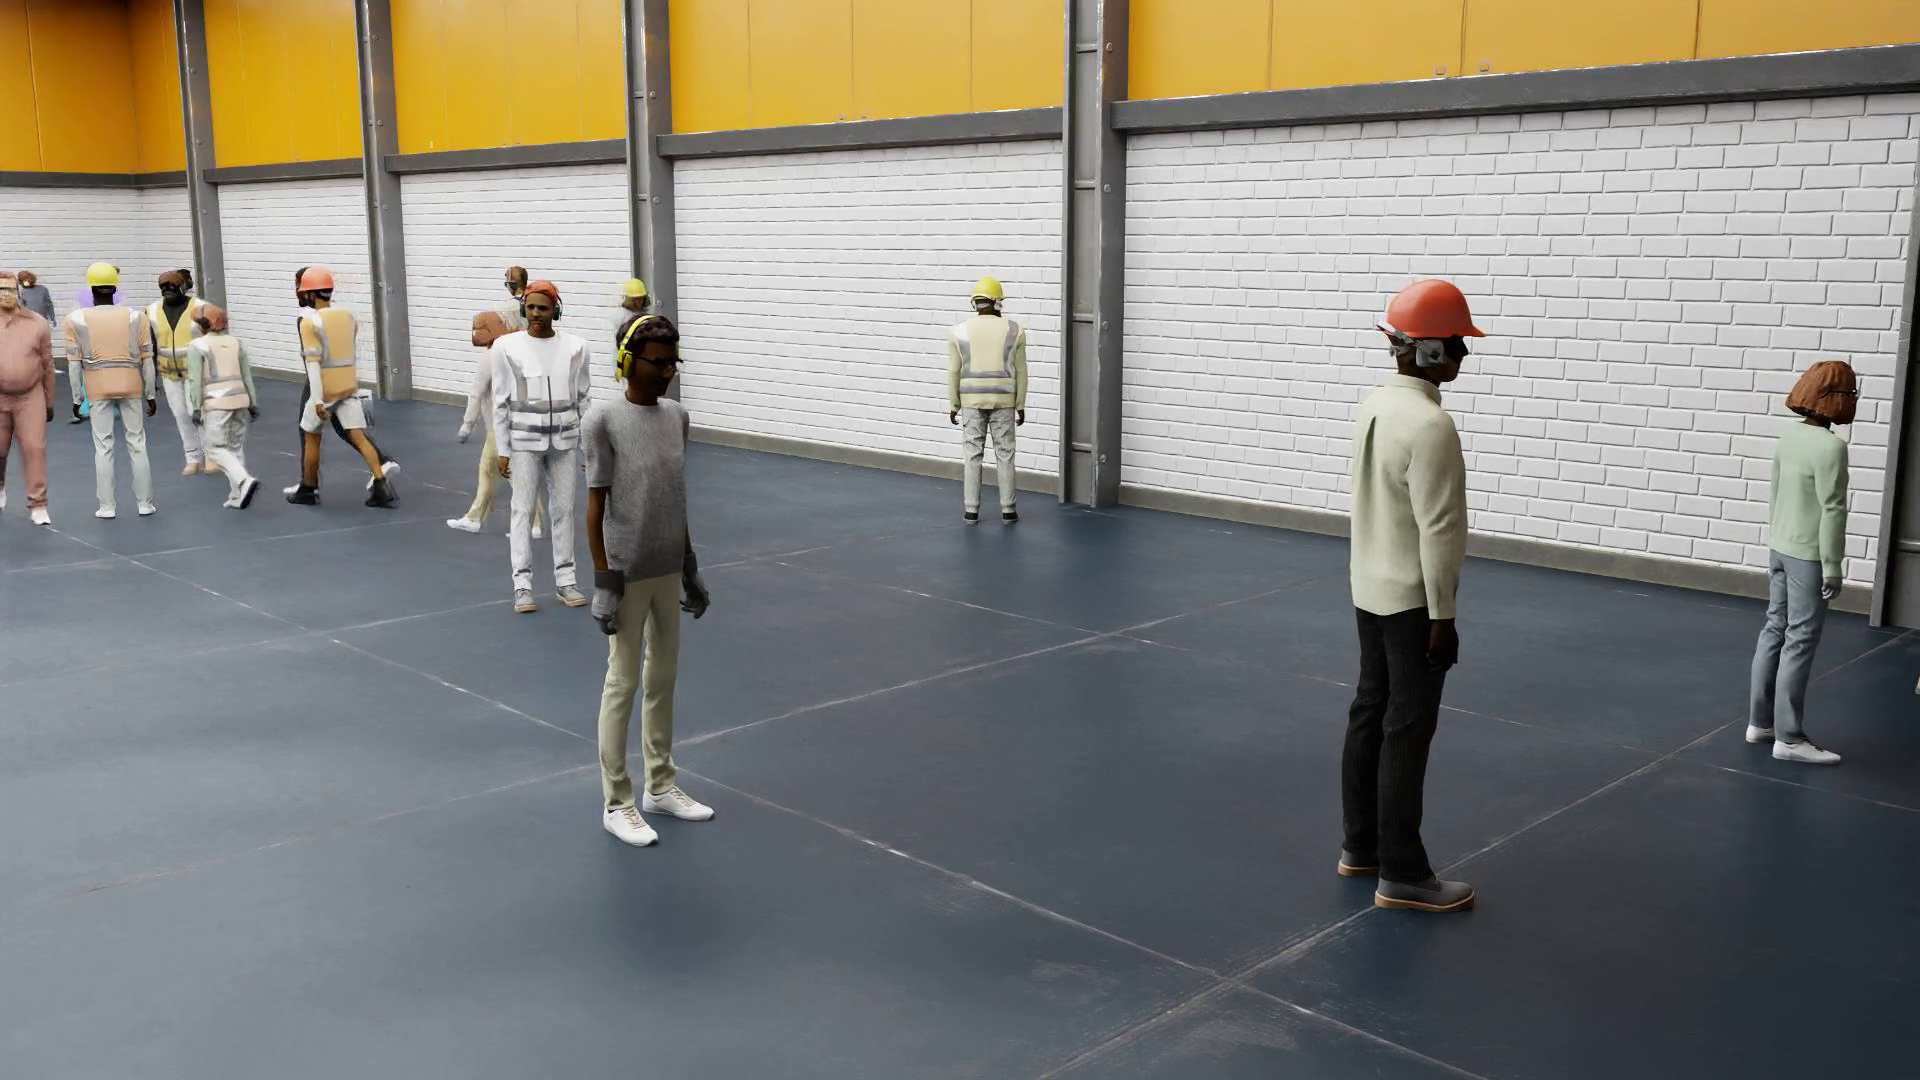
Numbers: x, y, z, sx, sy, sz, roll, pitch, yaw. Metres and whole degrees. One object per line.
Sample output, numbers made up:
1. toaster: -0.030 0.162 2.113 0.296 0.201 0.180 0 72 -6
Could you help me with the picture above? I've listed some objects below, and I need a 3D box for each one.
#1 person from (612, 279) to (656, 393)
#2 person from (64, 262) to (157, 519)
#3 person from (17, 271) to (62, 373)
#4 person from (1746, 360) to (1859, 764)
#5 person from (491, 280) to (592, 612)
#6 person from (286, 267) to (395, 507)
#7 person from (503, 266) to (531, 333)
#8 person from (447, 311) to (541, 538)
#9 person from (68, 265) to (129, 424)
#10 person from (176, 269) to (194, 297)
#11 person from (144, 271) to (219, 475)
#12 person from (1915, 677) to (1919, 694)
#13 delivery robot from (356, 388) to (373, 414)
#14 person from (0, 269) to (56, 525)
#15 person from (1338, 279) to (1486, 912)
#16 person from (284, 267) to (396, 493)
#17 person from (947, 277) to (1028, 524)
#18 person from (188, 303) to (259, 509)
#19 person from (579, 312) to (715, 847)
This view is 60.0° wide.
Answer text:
1. person: -3.196 -1.694 16.272 0.576 1.722 0.498 10 14 44
2. person: -6.383 -1.118 12.542 0.591 1.930 0.357 -7 12 -32
3. person: -14.172 -3.338 25.570 0.323 1.597 0.597 8 13 37
4. person: 3.463 0.082 6.805 0.271 1.632 0.503 1 10 3
5. person: -2.369 -0.536 9.503 0.574 1.881 0.358 -6 12 -29
6. person: -4.896 -1.188 13.039 0.989 1.894 0.554 6 12 29
7. person: -4.184 -1.695 15.936 0.346 1.842 0.506 5 12 25
8. person: -3.342 -0.796 11.705 0.814 1.595 0.513 1 10 3
9. person: -9.833 -2.232 18.999 0.622 1.807 0.713 -1 10 -5
10. person: -10.034 -2.666 21.614 0.318 1.700 0.535 -6 12 -30
11. person: -6.879 -1.464 14.741 0.643 1.819 0.532 0 10 -1
12. person: 4.607 -0.079 7.514 0.316 1.695 0.542 -1 10 -5
13. delivery robot: -6.901 -1.585 18.586 0.707 0.478 0.477 7 12 34
14. person: -7.072 -1.066 12.379 0.648 1.886 0.755 -8 13 -36
15. person: 1.436 0.176 5.308 0.381 1.994 0.615 -2 11 -9
16. person: -5.156 -1.298 13.691 0.871 1.887 0.609 2 11 10
17. person: 0.203 -1.021 12.291 0.591 1.829 0.404 0 10 2
18. person: -5.609 -1.012 12.829 0.600 1.617 0.545 6 12 29
19. person: -1.101 0.131 5.916 0.328 1.865 0.520 7 12 33
